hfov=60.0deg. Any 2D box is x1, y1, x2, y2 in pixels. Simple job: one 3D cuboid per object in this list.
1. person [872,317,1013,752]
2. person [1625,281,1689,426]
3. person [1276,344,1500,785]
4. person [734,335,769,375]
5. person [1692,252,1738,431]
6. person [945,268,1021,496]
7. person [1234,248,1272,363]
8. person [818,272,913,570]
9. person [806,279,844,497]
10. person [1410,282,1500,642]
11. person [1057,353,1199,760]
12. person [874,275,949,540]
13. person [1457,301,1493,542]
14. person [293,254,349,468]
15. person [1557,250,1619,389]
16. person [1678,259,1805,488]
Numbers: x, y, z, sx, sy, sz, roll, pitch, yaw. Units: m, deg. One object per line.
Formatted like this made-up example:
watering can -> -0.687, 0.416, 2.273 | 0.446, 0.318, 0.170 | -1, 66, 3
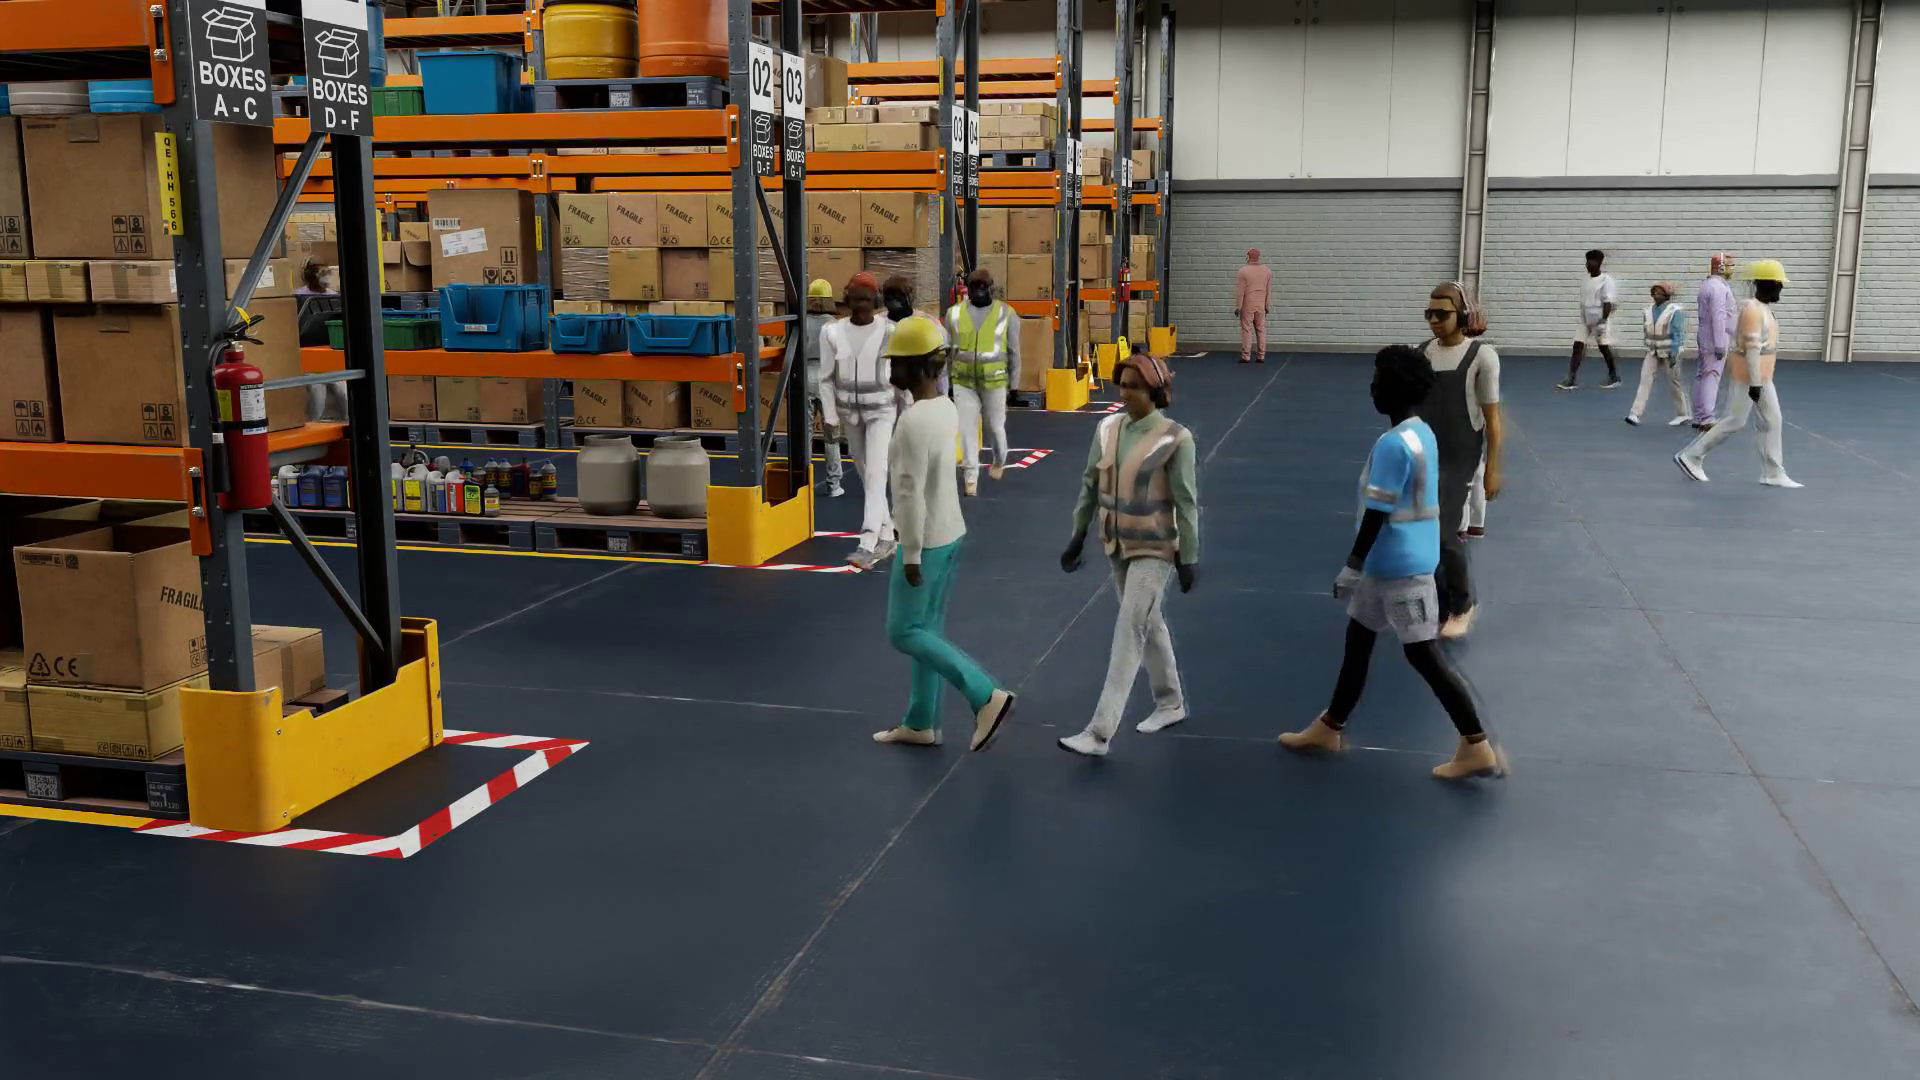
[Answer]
person -> -0.081, 0.000, 6.552 | 0.550, 1.750, 0.530 | 3, 11, 19
person -> 7.680, -2.025, 18.204 | 0.886, 1.590, 0.551 | -6, 12, -29
person -> 1.679, 0.086, 6.323 | 0.864, 1.655, 0.528 | 4, 11, 21
person -> -2.498, -2.442, 19.422 | 0.568, 1.994, 0.655 | 5, 11, 26
person -> 8.132, -2.124, 17.877 | 0.407, 1.910, 0.639 | 2, 10, 12
person -> 0.182, -1.290, 13.502 | 0.631, 1.822, 0.733 | 2, 10, 10
person -> 4.861, -3.898, 27.711 | 0.652, 1.906, 0.402 | -4, 11, -21
person -> -0.621, -0.736, 10.364 | 0.573, 1.833, 0.951 | 4, 11, 19
person -> -1.117, -1.211, 13.303 | 0.480, 1.733, 0.345 | 1, 10, 4
person -> 2.428, -0.377, 8.394 | 0.414, 1.829, 0.522 | -8, 13, -38
person -> 0.673, 0.058, 6.652 | 0.832, 1.595, 0.521 | -7, 13, -35
person -> -0.443, -0.907, 11.449 | 0.651, 1.791, 0.955 | 3, 11, 17
person -> 3.426, -0.803, 11.312 | 0.507, 1.631, 0.266 | -9, 13, -40
person -> -5.350, -1.448, 14.100 | 0.750, 1.910, 0.646 | 6, 12, 29
person -> 8.735, -3.030, 22.880 | 0.994, 1.920, 0.619 | -5, 11, -24
person -> 6.572, -1.391, 13.879 | 0.932, 1.899, 0.594 | 8, 13, 39
